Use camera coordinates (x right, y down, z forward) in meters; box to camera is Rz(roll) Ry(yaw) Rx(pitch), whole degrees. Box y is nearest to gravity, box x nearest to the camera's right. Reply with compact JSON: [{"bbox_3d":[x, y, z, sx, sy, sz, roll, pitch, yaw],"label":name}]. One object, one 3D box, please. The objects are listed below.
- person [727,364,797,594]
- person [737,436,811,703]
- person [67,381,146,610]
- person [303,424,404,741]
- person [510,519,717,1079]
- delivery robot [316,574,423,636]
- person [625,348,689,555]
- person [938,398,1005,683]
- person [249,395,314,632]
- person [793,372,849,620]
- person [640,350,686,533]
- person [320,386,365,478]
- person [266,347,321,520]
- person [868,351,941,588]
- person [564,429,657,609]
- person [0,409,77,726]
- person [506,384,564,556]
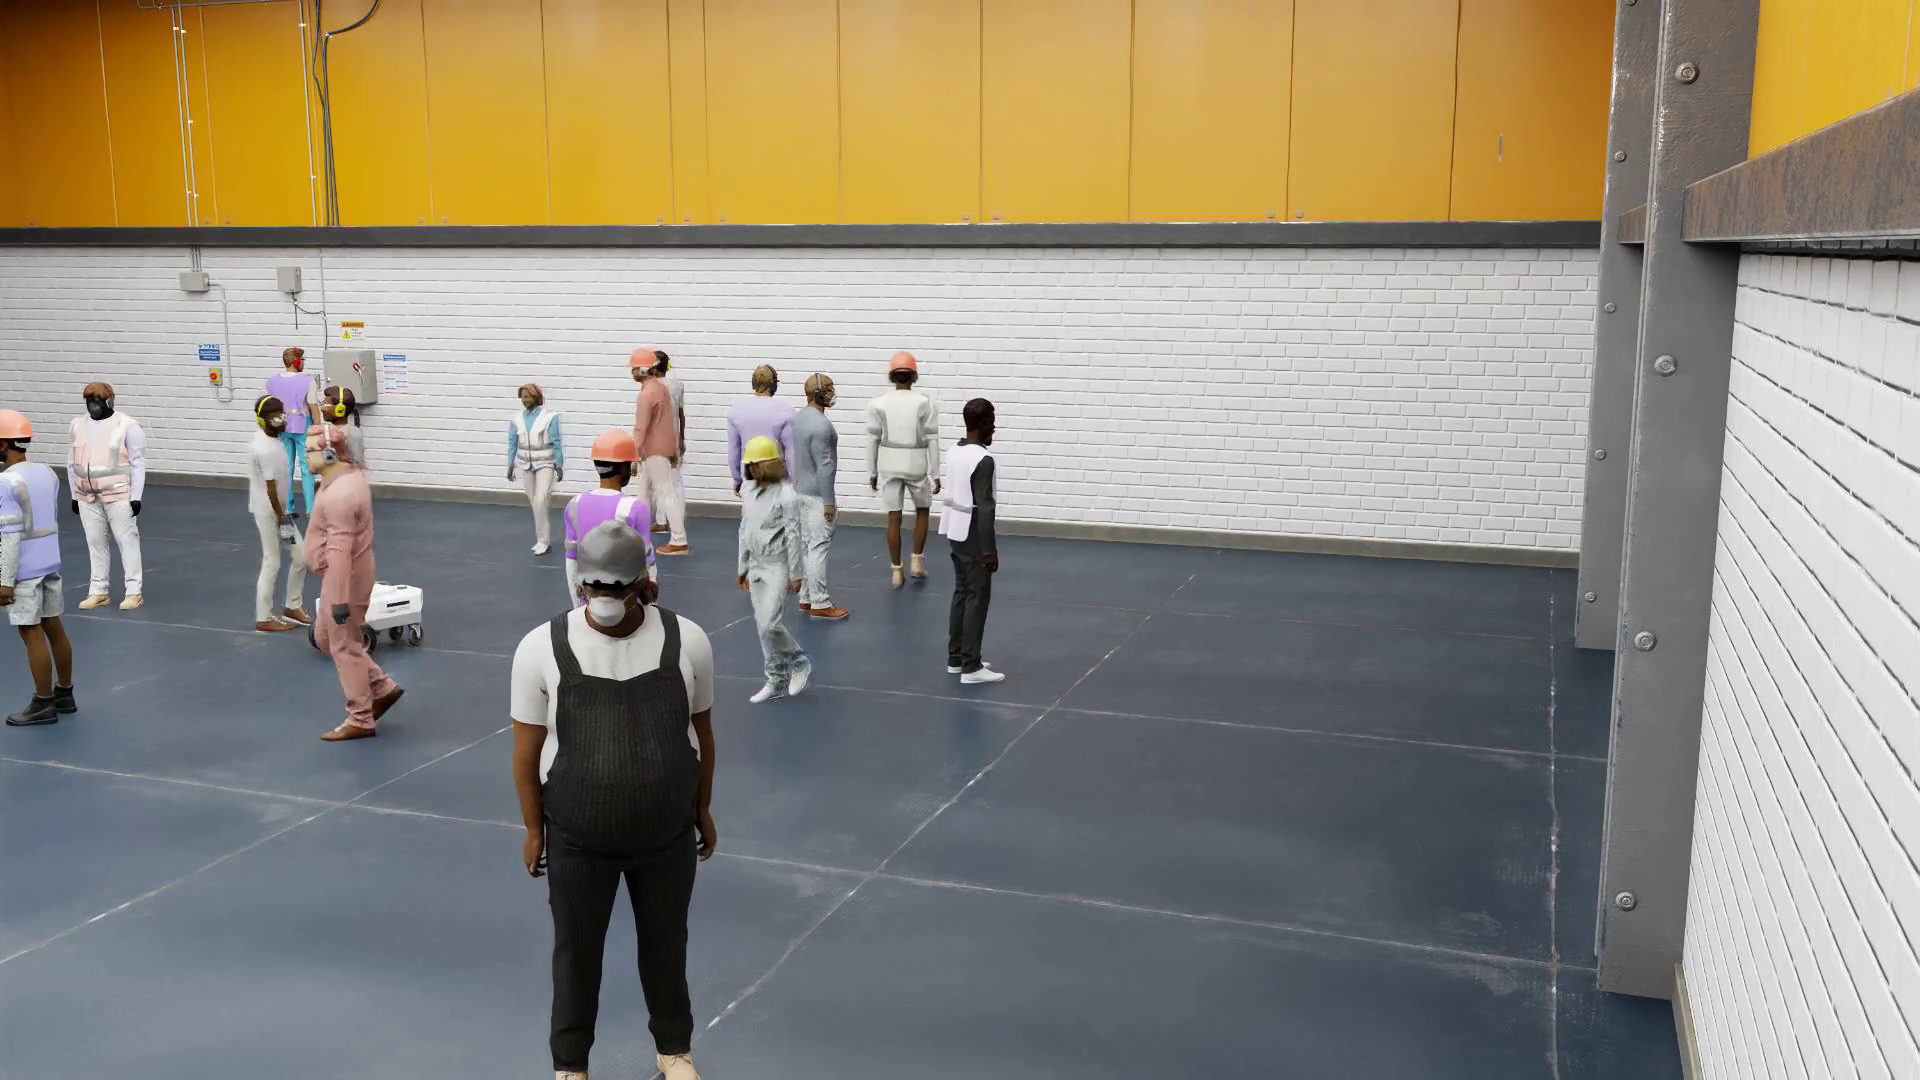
[{"bbox_3d":[-1.630,-0.501,13.940,0.637,1.939,0.367,3,10,16],"label":"person"},{"bbox_3d":[-1.226,0.192,10.606,0.493,1.726,0.380,10,14,43],"label":"person"},{"bbox_3d":[-6.865,-0.353,13.373,0.627,1.844,0.429,1,10,4],"label":"person"},{"bbox_3d":[-3.644,0.254,9.814,0.439,1.887,0.663,-3,10,-16],"label":"person"},{"bbox_3d":[-1.135,0.927,5.599,0.688,2.000,0.536,-4,11,-19],"label":"person"},{"bbox_3d":[-4.251,0.486,12.001,0.477,0.478,0.707,8,13,40],"label":"delivery robot"},{"bbox_3d":[-2.992,-0.822,15.673,0.930,1.953,0.648,1,10,6],"label":"person"},{"bbox_3d":[0.067,0.000,11.204,0.389,1.906,0.600,-4,11,-21],"label":"person"},{"bbox_3d":[-5.113,-0.185,12.497,0.533,1.825,0.611,0,10,-2],"label":"person"},{"bbox_3d":[-1.108,-0.342,13.034,0.365,1.939,0.636,-4,11,-22],"label":"person"},{"bbox_3d":[-3.025,-0.998,16.943,0.517,1.865,0.327,-9,13,-41],"label":"person"},{"bbox_3d":[-4.663,-0.232,12.594,0.328,1.877,0.513,-1,10,-7],"label":"person"},{"bbox_3d":[-7.074,-1.121,17.694,0.567,1.839,0.377,1,10,8],"label":"person"},{"bbox_3d":[-0.472,-0.610,14.299,0.635,2.024,0.588,1,10,7],"label":"person"},{"bbox_3d":[-1.870,0.359,9.096,0.553,1.933,0.370,5,11,25],"label":"person"},{"bbox_3d":[-5.709,0.170,10.151,0.379,1.938,0.547,0,10,2],"label":"person"},{"bbox_3d":[-4.051,-0.668,15.762,0.541,1.616,0.619,3,11,17],"label":"person"}]
